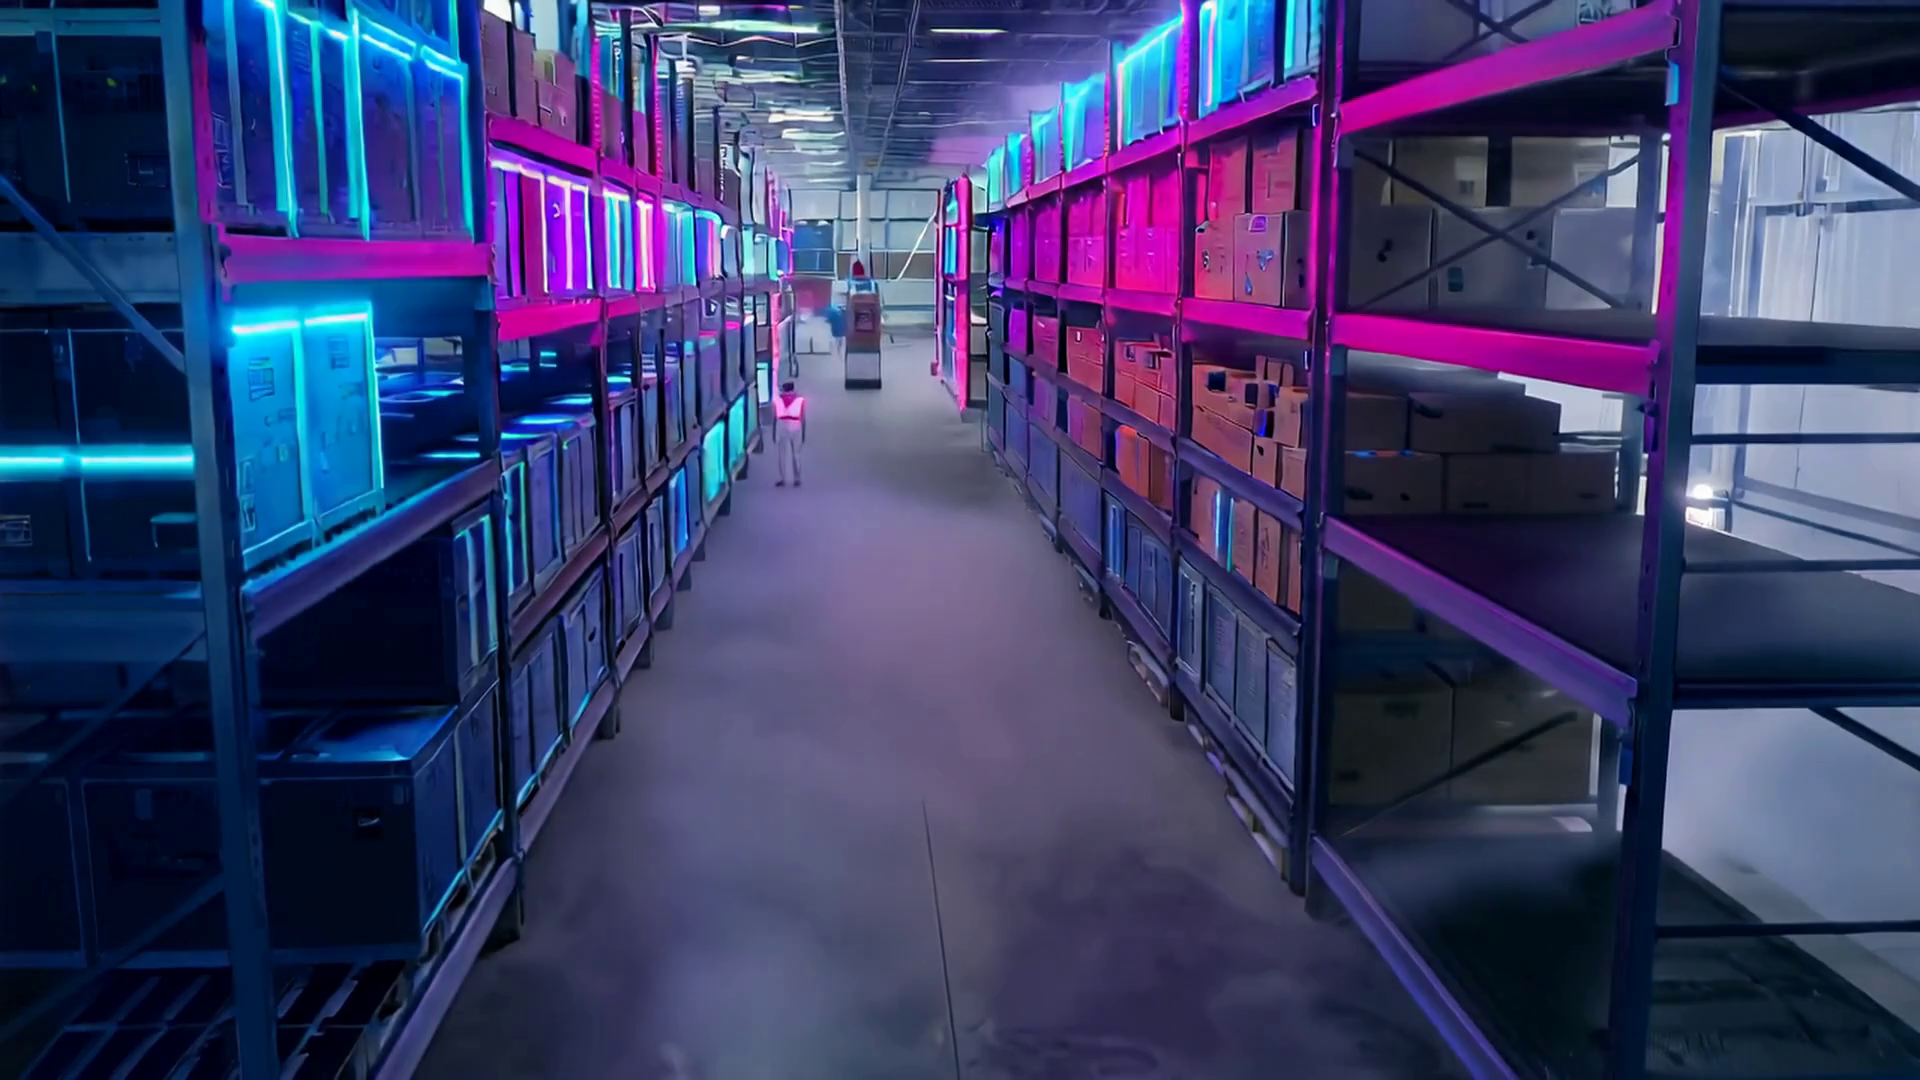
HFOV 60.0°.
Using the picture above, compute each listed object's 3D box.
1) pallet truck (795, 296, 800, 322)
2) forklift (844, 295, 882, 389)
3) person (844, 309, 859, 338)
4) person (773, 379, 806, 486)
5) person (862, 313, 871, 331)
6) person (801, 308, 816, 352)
[{"bbox_3d":[-8.622,-12.439,91.403,1.885,1.965,0.823,2,10,13],"label":"pallet truck"},{"bbox_3d":[-2.947,-6.010,50.367,1.129,2.768,1.873,-1,10,-4],"label":"forklift"},{"bbox_3d":[-4.401,-8.333,67.007,0.628,1.964,0.912,3,10,19],"label":"person"},{"bbox_3d":[-2.926,-1.842,28.562,0.569,1.840,0.374,1,10,5],"label":"person"},{"bbox_3d":[-3.430,-7.531,62.254,0.351,1.942,0.547,6,11,32],"label":"person"},{"bbox_3d":[-6.610,-8.900,70.594,1.010,1.898,0.633,2,10,13],"label":"person"}]
